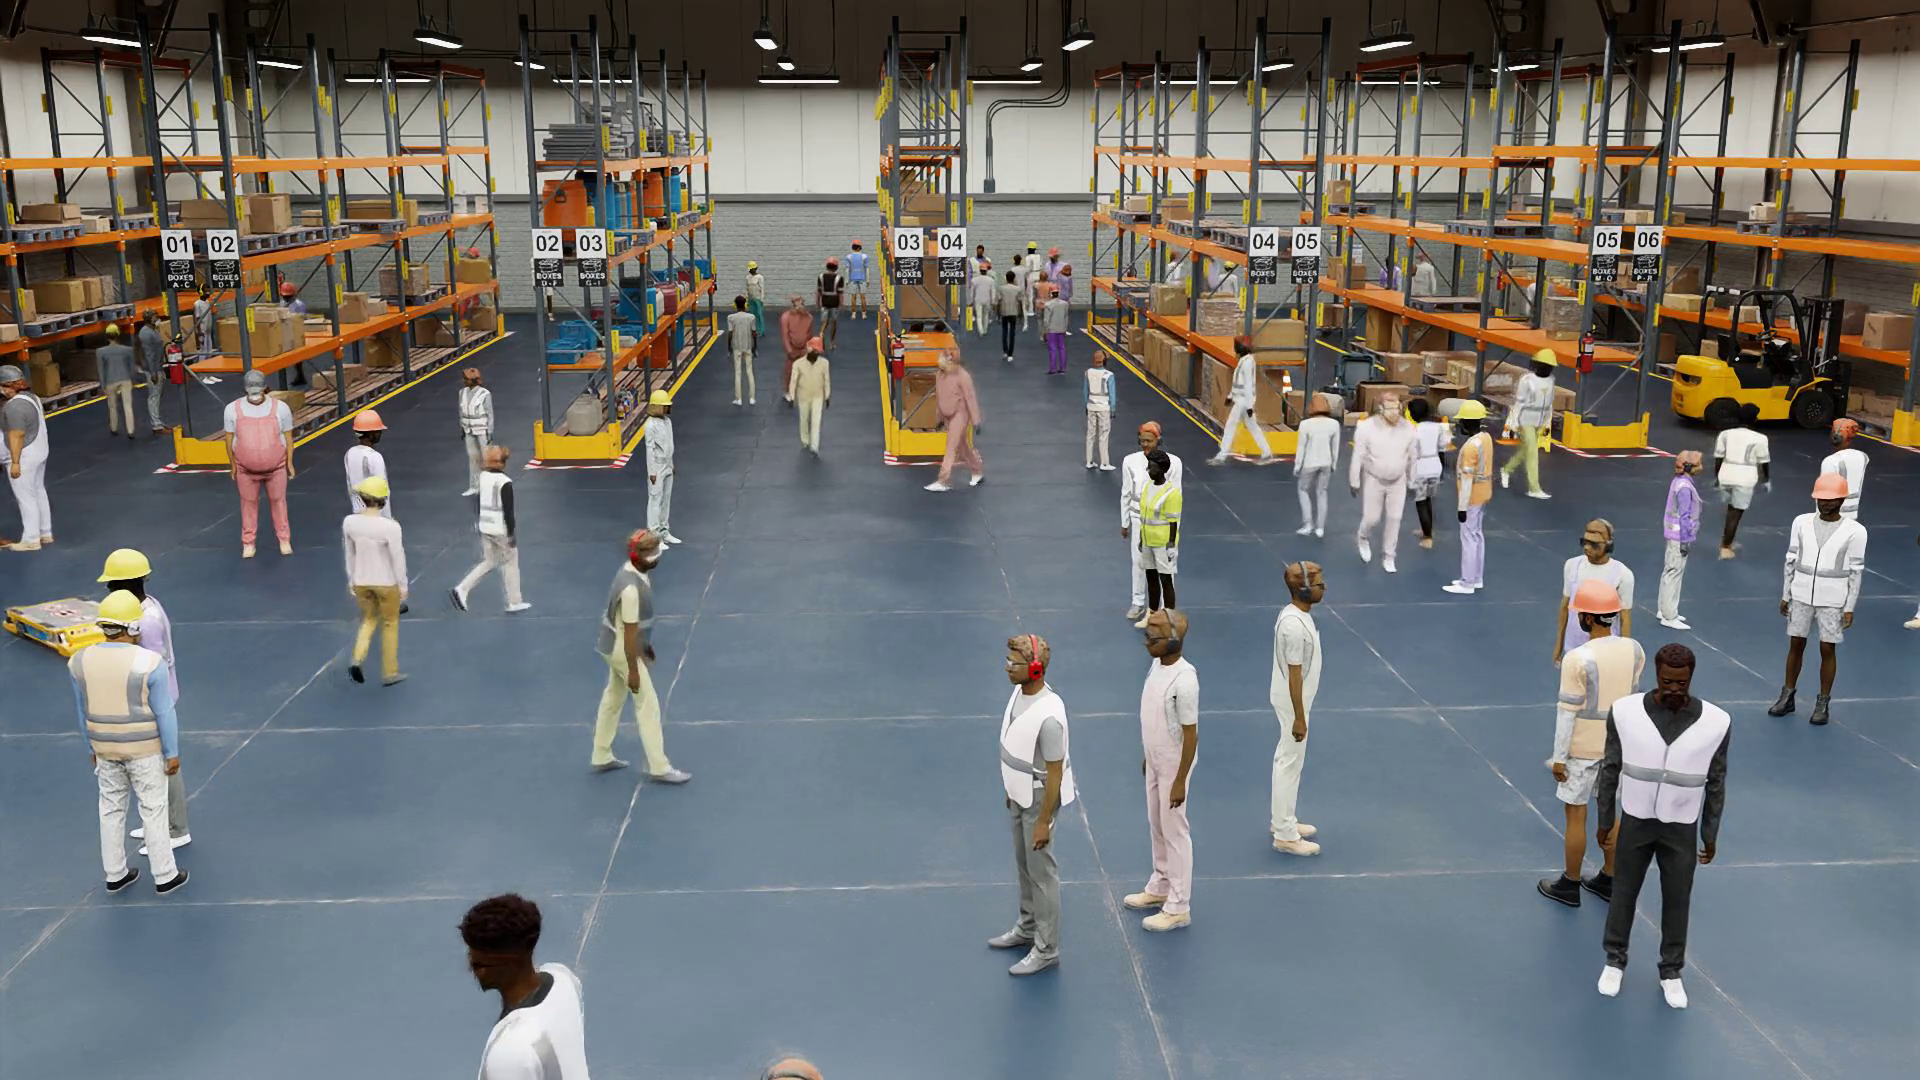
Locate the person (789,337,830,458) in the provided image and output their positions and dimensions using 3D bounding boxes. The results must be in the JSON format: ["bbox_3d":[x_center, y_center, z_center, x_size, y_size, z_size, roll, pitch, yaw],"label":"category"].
[{"bbox_3d":[-2.149,-2.056,23.748,0.603,1.688,0.932,-3,14,-13],"label":"person"}]

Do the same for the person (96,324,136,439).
[{"bbox_3d":[-12.700,-2.388,25.086,0.528,1.711,0.931,-9,16,-32],"label":"person"}]

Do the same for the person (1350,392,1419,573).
[{"bbox_3d":[4.376,-0.612,17.197,0.691,1.884,0.512,0,13,-1],"label":"person"}]

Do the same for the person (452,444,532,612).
[{"bbox_3d":[-4.398,-0.085,15.547,0.549,1.613,0.637,12,18,42],"label":"person"}]

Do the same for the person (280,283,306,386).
[{"bbox_3d":[-12.306,-3.767,30.508,0.592,1.900,0.632,6,14,23],"label":"person"}]

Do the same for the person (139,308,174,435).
[{"bbox_3d":[-12.265,-2.566,25.359,0.372,1.940,0.630,-4,14,-17],"label":"person"}]

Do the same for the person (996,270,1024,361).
[{"bbox_3d":[1.038,-4.633,34.311,0.570,1.837,0.819,1,13,6],"label":"person"}]

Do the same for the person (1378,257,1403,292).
[{"bbox_3d":[10.083,-5.755,39.104,0.429,1.837,0.630,-10,17,-37],"label":"person"}]

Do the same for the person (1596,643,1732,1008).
[{"bbox_3d":[3.566,1.429,8.498,0.592,1.910,0.378,5,14,20],"label":"person"}]

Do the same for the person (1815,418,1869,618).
[{"bbox_3d":[8.115,-0.195,15.435,0.576,1.882,0.355,-8,15,-31],"label":"person"}]

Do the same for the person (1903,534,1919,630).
[{"bbox_3d":[8.843,-0.048,14.892,0.329,1.842,0.516,-6,15,-25],"label":"person"}]

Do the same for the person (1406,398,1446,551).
[{"bbox_3d":[5.005,-0.736,18.209,0.541,1.658,0.706,-5,14,-22],"label":"person"}]

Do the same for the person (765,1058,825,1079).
[{"bbox_3d":[-0.474,2.353,5.211,0.521,1.622,0.386,-4,14,-17],"label":"person"}]

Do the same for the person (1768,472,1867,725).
[{"bbox_3d":[6.517,0.439,12.627,0.542,1.939,0.359,13,18,43],"label":"person"}]

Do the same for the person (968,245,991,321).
[{"bbox_3d":[0.499,-6.491,42.034,0.590,1.916,0.398,-3,14,-13],"label":"person"}]

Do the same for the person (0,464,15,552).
[{"bbox_3d":[-10.582,-0.854,17.982,0.379,1.996,0.609,-1,13,-3],"label":"person"}]

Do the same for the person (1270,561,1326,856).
[{"bbox_3d":[2.099,1.030,10.324,0.345,1.847,0.506,2,13,9],"label":"person"}]

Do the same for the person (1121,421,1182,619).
[{"bbox_3d":[1.761,-0.170,15.355,0.577,1.877,0.342,5,14,22],"label":"person"}]

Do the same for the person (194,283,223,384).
[{"bbox_3d":[-14.002,-3.828,30.881,0.326,1.861,0.510,0,13,0],"label":"person"}]

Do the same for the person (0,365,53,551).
[{"bbox_3d":[-10.253,-0.918,18.157,0.535,2.000,0.686,-3,14,-12],"label":"person"}]

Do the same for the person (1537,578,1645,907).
[{"bbox_3d":[3.622,1.167,9.574,0.544,1.931,0.389,-5,14,-20],"label":"person"}]

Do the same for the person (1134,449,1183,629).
[{"bbox_3d":[1.783,0.018,14.947,0.319,1.694,0.533,-7,15,-28],"label":"person"}]

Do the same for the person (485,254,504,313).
[{"bbox_3d":[-11.134,-5.926,39.811,0.452,1.829,0.598,-7,15,-27],"label":"person"}]

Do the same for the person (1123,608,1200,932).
[{"bbox_3d":[1.148,1.270,9.308,0.333,1.843,0.514,-3,14,-14],"label":"person"}]

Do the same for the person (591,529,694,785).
[{"bbox_3d":[-2.230,0.794,11.420,0.698,1.805,0.591,-2,13,-10],"label":"person"}]

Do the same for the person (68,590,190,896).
[{"bbox_3d":[-4.833,1.189,9.713,0.586,1.823,0.404,1,13,6],"label":"person"}]

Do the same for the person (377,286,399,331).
[{"bbox_3d":[-12.348,-4.943,35.922,0.503,1.696,0.884,-1,13,-2],"label":"person"}]

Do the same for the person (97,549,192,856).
[{"bbox_3d":[-5.048,0.992,10.307,0.370,1.925,0.595,-9,16,-32],"label":"person"}]

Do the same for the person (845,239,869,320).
[{"bbox_3d":[-2.613,-6.632,42.381,0.605,2.033,0.392,-1,13,-5],"label":"person"}]

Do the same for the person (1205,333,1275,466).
[{"bbox_3d":[3.918,-1.918,22.849,0.941,1.852,0.578,3,14,13],"label":"person"}]

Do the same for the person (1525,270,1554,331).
[{"bbox_3d":[12.370,-4.912,35.616,0.600,1.782,0.937,1,13,5],"label":"person"}]

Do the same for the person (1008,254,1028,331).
[{"bbox_3d":[1.418,-5.902,39.772,0.514,1.835,0.883,-3,14,-14],"label":"person"}]

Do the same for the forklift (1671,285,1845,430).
[{"bbox_3d":[12.503,-2.886,26.166,2.313,2.155,1.214,-1,13,-3],"label":"forklift"}]
